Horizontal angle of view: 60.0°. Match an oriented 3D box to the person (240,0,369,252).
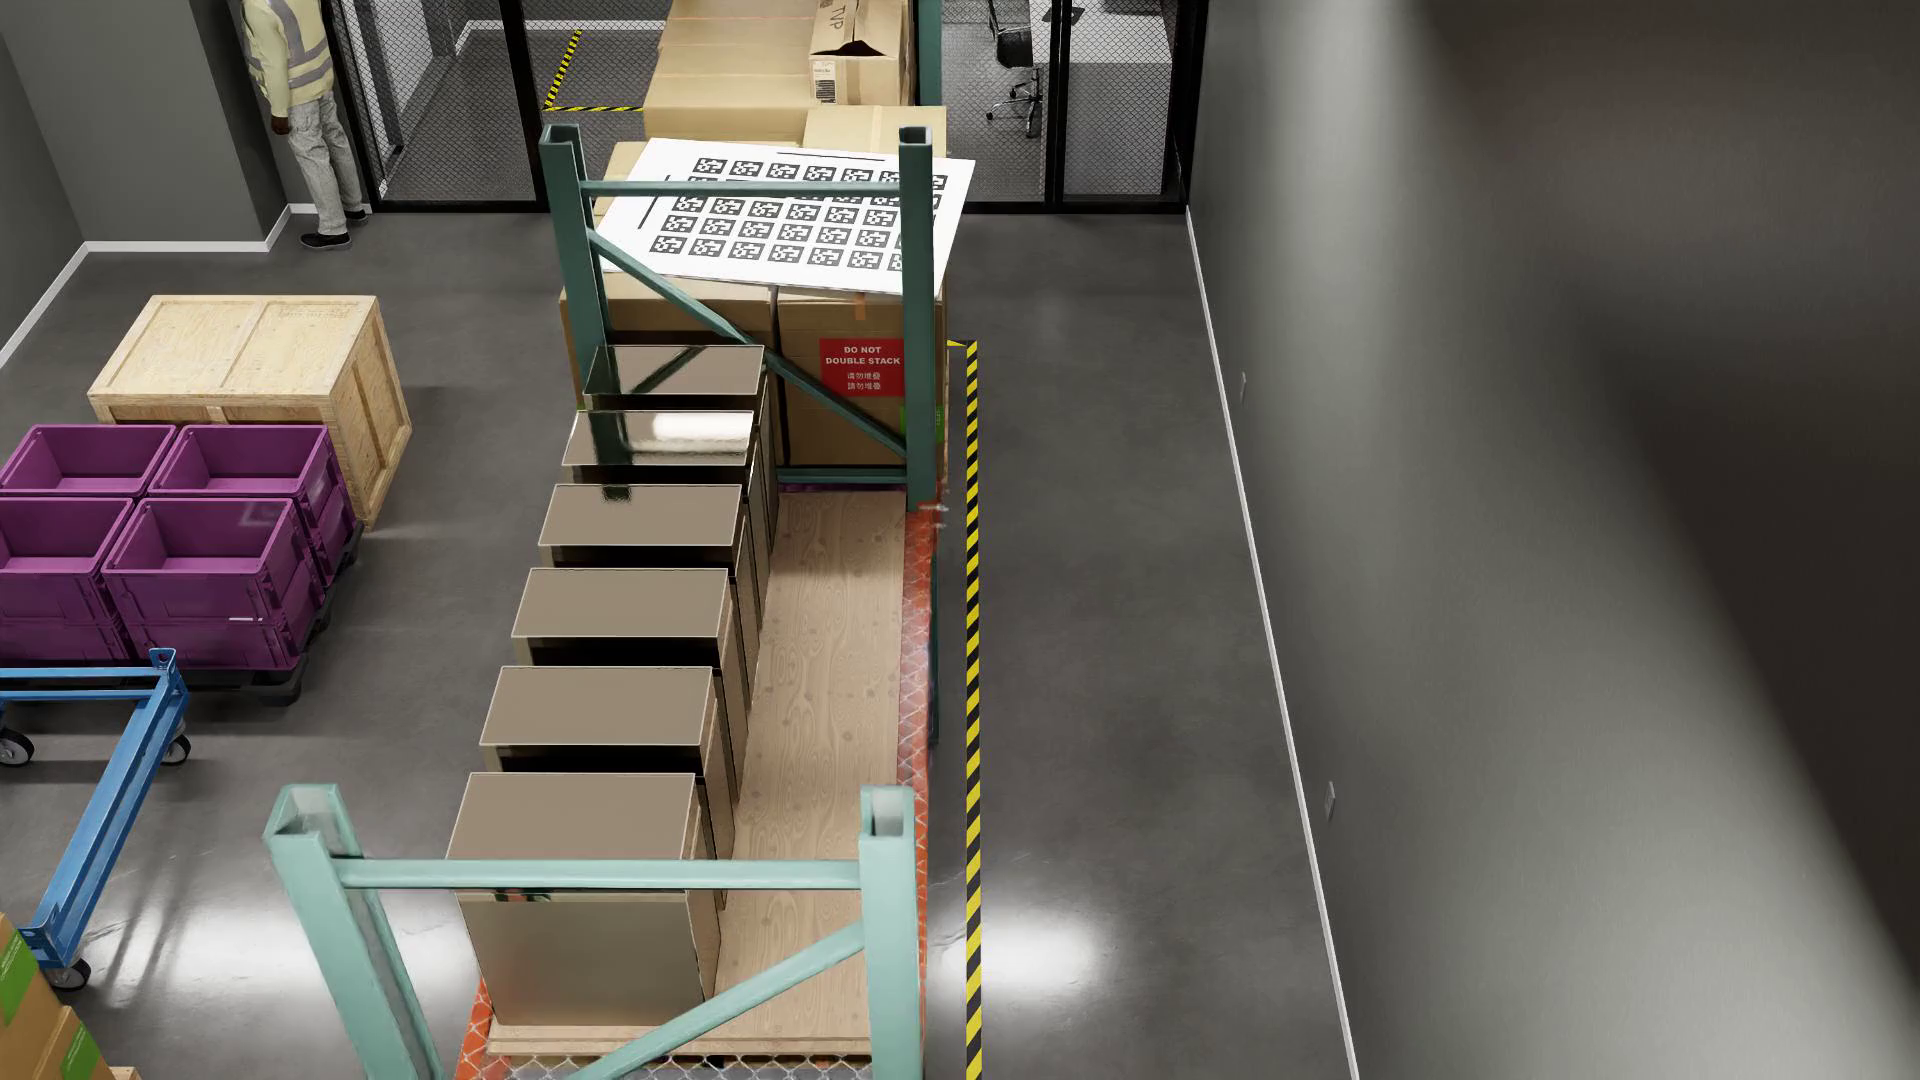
[{"bbox_3d":[-3.475,-2.394,8.703,0.404,1.832,0.599,5,41,6],"label":"person"}]
